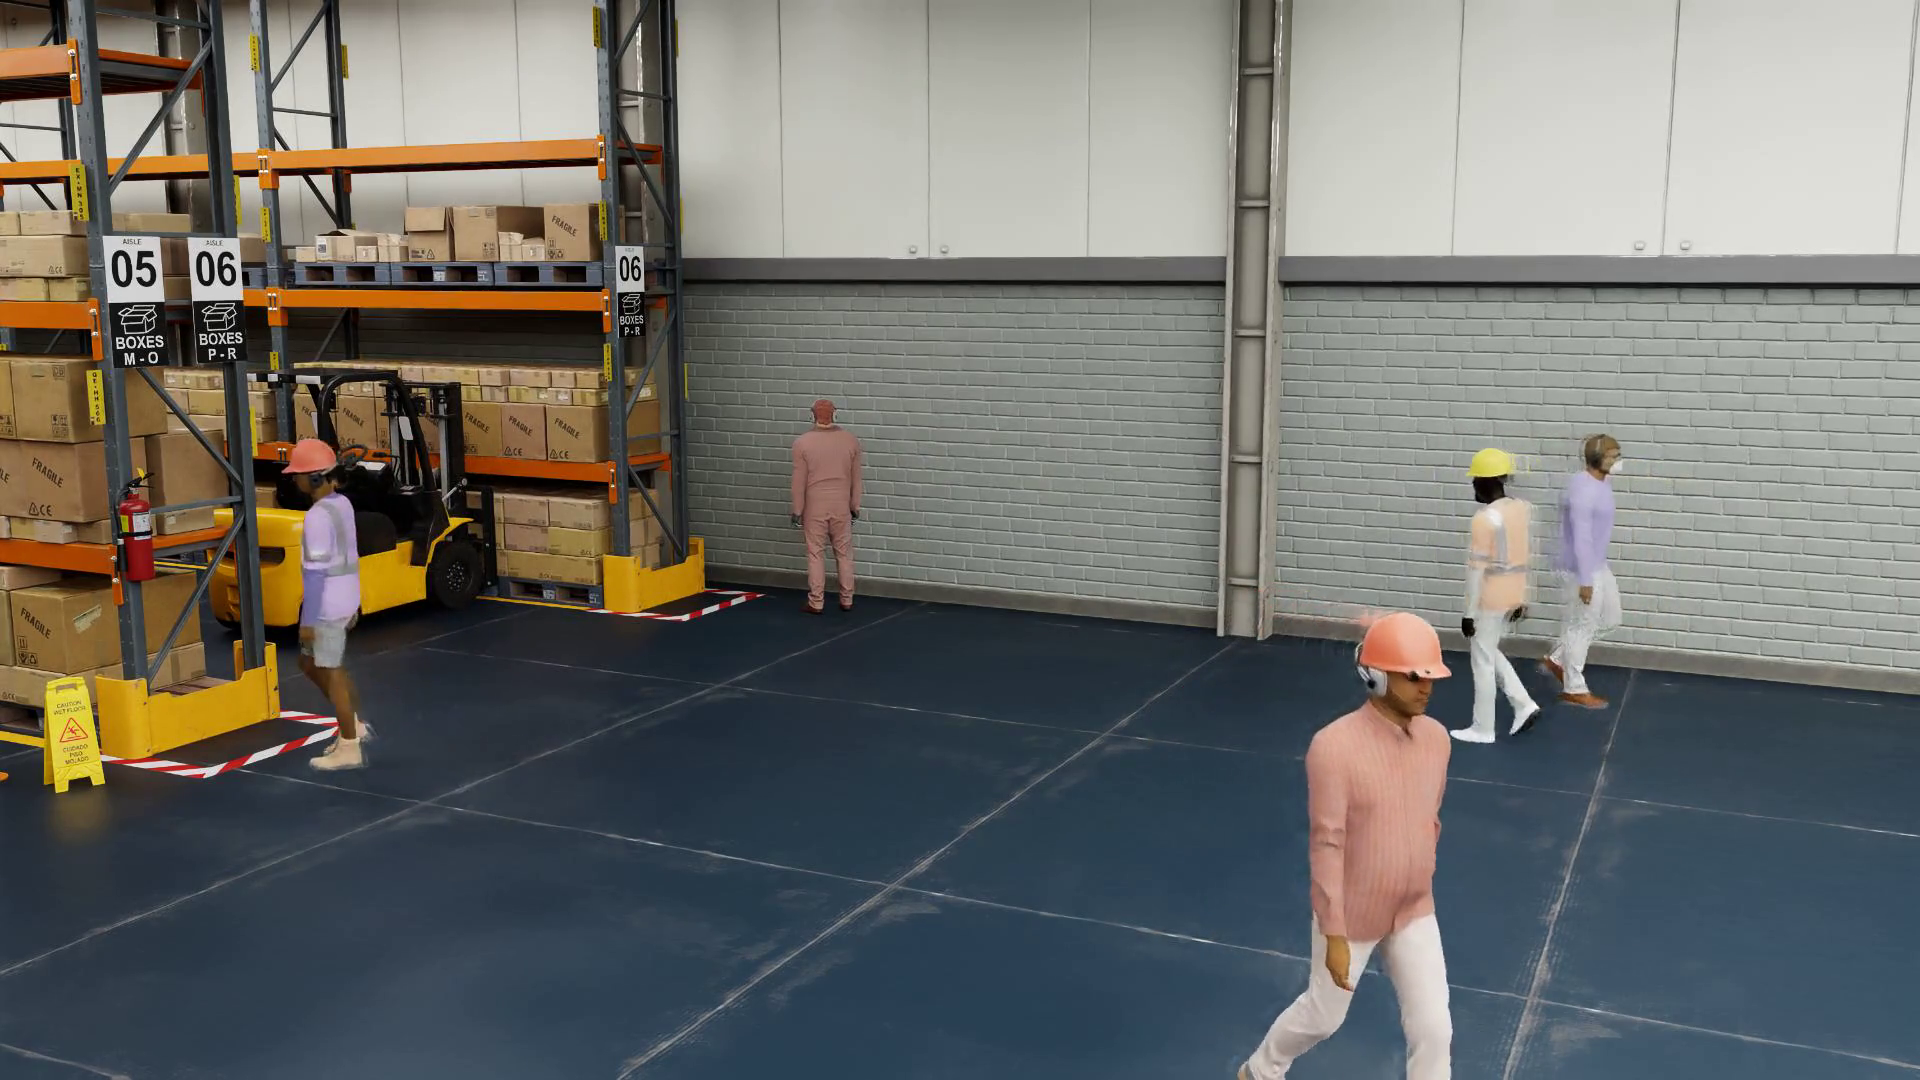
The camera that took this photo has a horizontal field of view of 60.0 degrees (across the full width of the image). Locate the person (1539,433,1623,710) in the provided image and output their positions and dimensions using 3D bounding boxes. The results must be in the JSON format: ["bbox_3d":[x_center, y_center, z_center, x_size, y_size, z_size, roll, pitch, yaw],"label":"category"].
[{"bbox_3d":[4.324,0.218,11.433,0.462,1.923,0.651,6,11,31],"label":"person"}]

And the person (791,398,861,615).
[{"bbox_3d":[-1.189,-0.296,14.659,0.649,1.904,0.401,-4,10,-24],"label":"person"}]

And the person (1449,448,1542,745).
[{"bbox_3d":[3.390,0.371,10.530,0.619,1.911,0.475,-9,13,-44],"label":"person"}]

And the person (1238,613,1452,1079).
[{"bbox_3d":[1.328,1.176,5.498,0.610,1.954,0.995,-5,10,-26],"label":"person"}]

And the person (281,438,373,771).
[{"bbox_3d":[-3.834,0.399,10.017,0.426,2.027,0.630,-2,9,-10],"label":"person"}]
